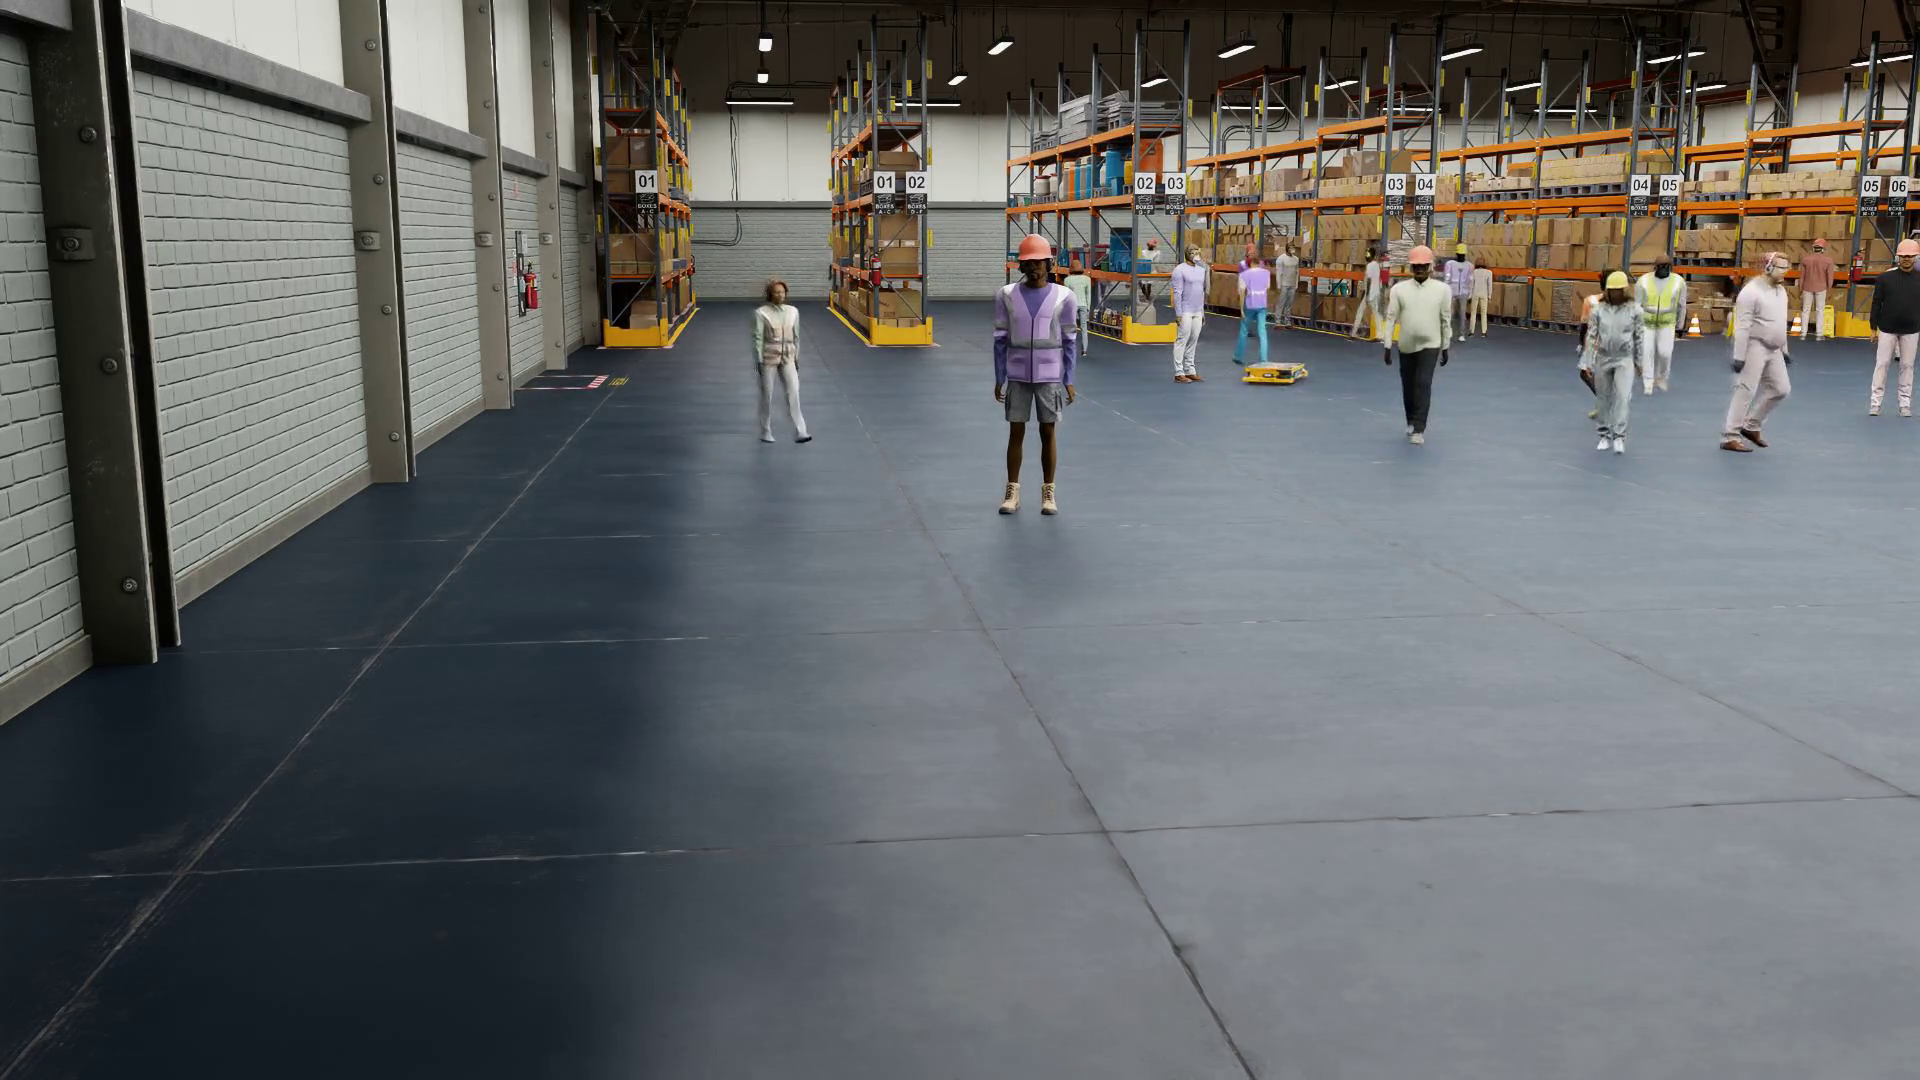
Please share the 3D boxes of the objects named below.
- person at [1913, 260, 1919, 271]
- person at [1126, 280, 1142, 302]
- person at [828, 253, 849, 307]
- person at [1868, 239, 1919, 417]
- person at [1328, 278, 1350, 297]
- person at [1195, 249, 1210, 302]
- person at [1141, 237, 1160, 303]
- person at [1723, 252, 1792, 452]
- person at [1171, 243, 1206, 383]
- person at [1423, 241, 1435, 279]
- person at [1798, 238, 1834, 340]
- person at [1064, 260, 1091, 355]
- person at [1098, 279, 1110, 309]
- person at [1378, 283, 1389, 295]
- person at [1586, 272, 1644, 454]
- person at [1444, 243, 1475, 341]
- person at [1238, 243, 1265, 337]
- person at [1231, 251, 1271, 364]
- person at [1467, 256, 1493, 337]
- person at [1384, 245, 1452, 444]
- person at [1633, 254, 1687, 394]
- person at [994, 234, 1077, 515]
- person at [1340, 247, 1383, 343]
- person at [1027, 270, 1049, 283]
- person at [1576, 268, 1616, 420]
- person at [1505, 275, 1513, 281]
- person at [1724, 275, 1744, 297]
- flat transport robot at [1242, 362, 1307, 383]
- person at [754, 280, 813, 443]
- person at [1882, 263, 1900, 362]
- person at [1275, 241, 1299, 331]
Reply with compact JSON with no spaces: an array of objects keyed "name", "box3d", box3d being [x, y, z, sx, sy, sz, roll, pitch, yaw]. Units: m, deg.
[{"name":"person","box3d":[20.042,-5.209,34.623,0.657,1.876,0.663,-5,11,-24]},{"name":"person","box3d":[4.369,-6.507,41.809,0.380,1.854,0.569,9,14,42]},{"name":"person","box3d":[-3.438,-7.694,48.120,0.994,1.912,0.611,-7,13,-34]},{"name":"person","box3d":[10.636,-2.391,18.827,0.612,1.995,0.376,5,11,24]},{"name":"person","box3d":[9.263,-6.258,40.652,0.524,1.769,0.314,-1,10,-4]},{"name":"person","box3d":[4.999,-5.293,35.325,0.607,1.788,0.915,1,10,6]},{"name":"person","box3d":[5.522,-7.798,48.429,0.609,2.008,0.542,4,11,21]},{"name":"person","box3d":[7.571,-1.768,15.721,0.661,1.884,0.484,-7,12,-33]},{"name":"person","box3d":[3.200,-3.155,23.170,0.372,1.940,0.632,10,14,44]},{"name":"person","box3d":[11.494,-6.436,41.219,0.566,1.922,0.433,-1,10,-5]},{"name":"person","box3d":[16.802,-4.917,32.671,0.614,1.993,0.395,8,13,36]},{"name":"person","box3d":[2.001,-3.967,28.453,0.497,1.636,0.286,-3,11,-16]},{"name":"person","box3d":[3.636,-6.682,43.115,0.529,1.723,0.904,-1,10,-8]},{"name":"person","box3d":[10.950,-6.675,43.321,0.508,1.628,0.320,-6,12,-31]},{"name":"person","box3d":[6.121,-1.653,15.596,0.488,1.694,0.890,5,11,26]},{"name":"person","box3d":[9.740,-4.845,32.544,0.611,1.905,0.705,1,10,8]},{"name":"person","box3d":[5.942,-5.109,33.975,0.548,1.911,0.826,-1,10,-6]},{"name":"person","box3d":[4.631,-3.652,26.297,0.578,1.799,0.938,-2,11,-13]},{"name":"person","box3d":[10.567,-4.952,33.855,0.499,1.635,0.287,3,11,14]},{"name":"person","box3d":[4.585,-1.970,16.659,0.632,1.957,0.987,4,11,21]},{"name":"person","box3d":[8.988,-2.770,21.420,0.632,1.818,0.439,4,11,23]},{"name":"person","box3d":[0.543,-1.197,12.147,0.605,2.045,0.386,2,10,8]},{"name":"person","box3d":[7.792,-4.711,32.016,0.939,1.818,0.501,9,13,39]},{"name":"person","box3d":[1.730,-5.552,37.220,0.507,1.602,0.770,-3,11,-18]},{"name":"person","box3d":[7.088,-2.141,18.294,0.545,1.682,0.564,-1,10,-5]},{"name":"person","box3d":[16.613,-8.098,50.381,0.446,1.891,0.655,2,11,11]},{"name":"person","box3d":[20.453,-6.910,43.962,0.607,1.857,1.030,-1,10,-4]},{"name":"flat transport robot","box3d":[4.439,-2.359,23.380,0.652,0.197,1.431,4,11,21]},{"name":"person","box3d":[-1.750,-1.726,16.255,0.540,1.600,0.819,-6,12,-32]},{"name":"person","box3d":[15.123,-3.756,26.753,0.589,1.835,0.404,0,10,-1]},{"name":"person","box3d":[7.092,-5.496,36.048,0.625,1.931,0.375,-7,13,-34]}]
